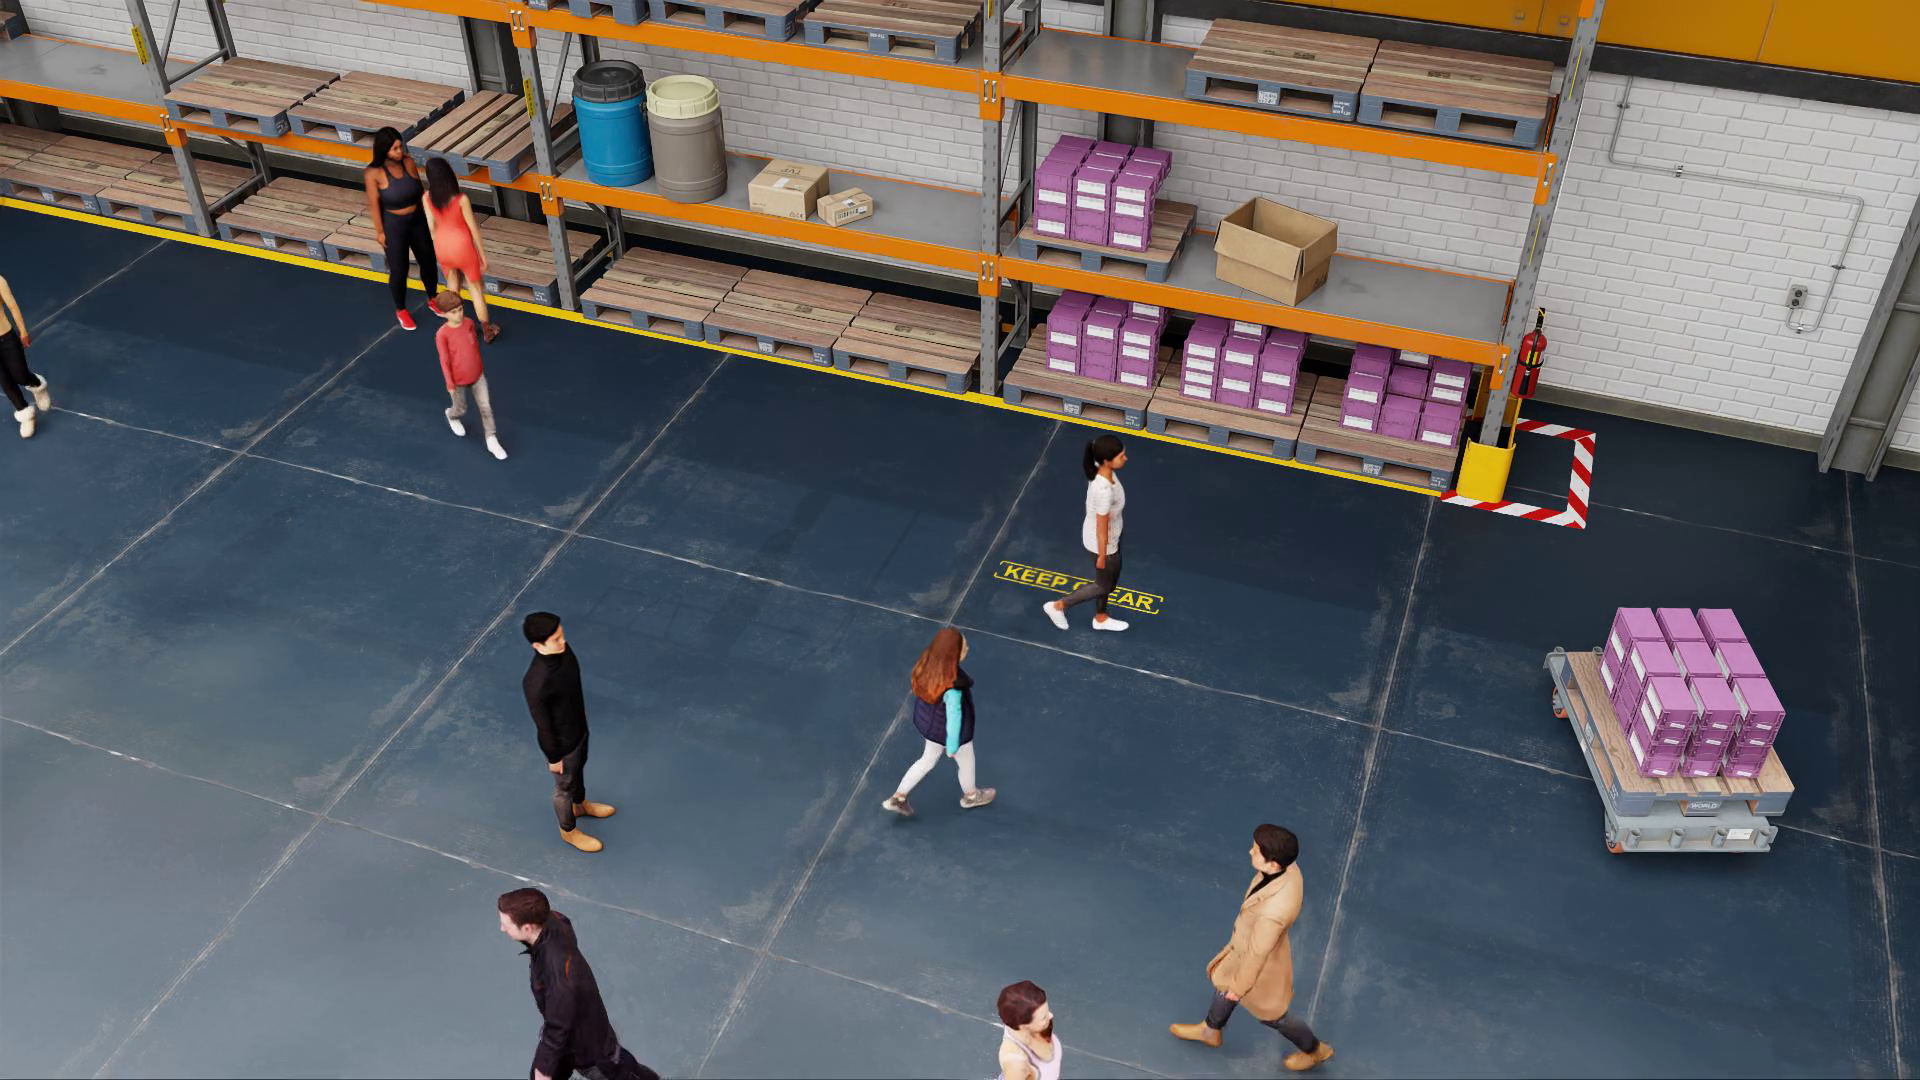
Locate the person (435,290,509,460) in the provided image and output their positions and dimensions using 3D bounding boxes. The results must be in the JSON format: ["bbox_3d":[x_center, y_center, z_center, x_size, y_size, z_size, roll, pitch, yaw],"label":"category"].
[{"bbox_3d":[-3.879,-1.306,12.897,0.761,1.399,0.964,-32,48,-34],"label":"person"}]

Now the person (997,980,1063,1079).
[{"bbox_3d":[0.201,2.635,7.702,1.190,1.723,0.817,2,39,3],"label":"person"}]

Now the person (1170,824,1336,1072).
[{"bbox_3d":[1.605,2.109,8.376,1.141,1.705,0.793,5,39,7],"label":"person"}]

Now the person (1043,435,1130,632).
[{"bbox_3d":[0.863,-0.012,11.092,0.898,1.628,0.716,1,39,2],"label":"person"}]

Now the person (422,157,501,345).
[{"bbox_3d":[-4.273,-2.424,14.043,0.569,1.715,0.717,7,39,9],"label":"person"}]

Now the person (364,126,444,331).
[{"bbox_3d":[-4.799,-2.712,14.330,0.779,1.808,0.777,-31,48,-33],"label":"person"}]

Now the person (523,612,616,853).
[{"bbox_3d":[-2.300,1.081,9.648,0.609,1.722,0.698,4,39,5],"label":"person"}]

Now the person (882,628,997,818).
[{"bbox_3d":[-0.155,1.103,9.819,1.008,1.475,0.941,-16,41,-19],"label":"person"}]

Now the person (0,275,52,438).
[{"bbox_3d":[-7.565,-1.613,13.081,0.811,1.649,0.850,-9,40,-11],"label":"person"}]

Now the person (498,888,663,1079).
[{"bbox_3d":[-1.751,2.337,7.976,1.271,1.846,1.264,-21,43,-24],"label":"person"}]
